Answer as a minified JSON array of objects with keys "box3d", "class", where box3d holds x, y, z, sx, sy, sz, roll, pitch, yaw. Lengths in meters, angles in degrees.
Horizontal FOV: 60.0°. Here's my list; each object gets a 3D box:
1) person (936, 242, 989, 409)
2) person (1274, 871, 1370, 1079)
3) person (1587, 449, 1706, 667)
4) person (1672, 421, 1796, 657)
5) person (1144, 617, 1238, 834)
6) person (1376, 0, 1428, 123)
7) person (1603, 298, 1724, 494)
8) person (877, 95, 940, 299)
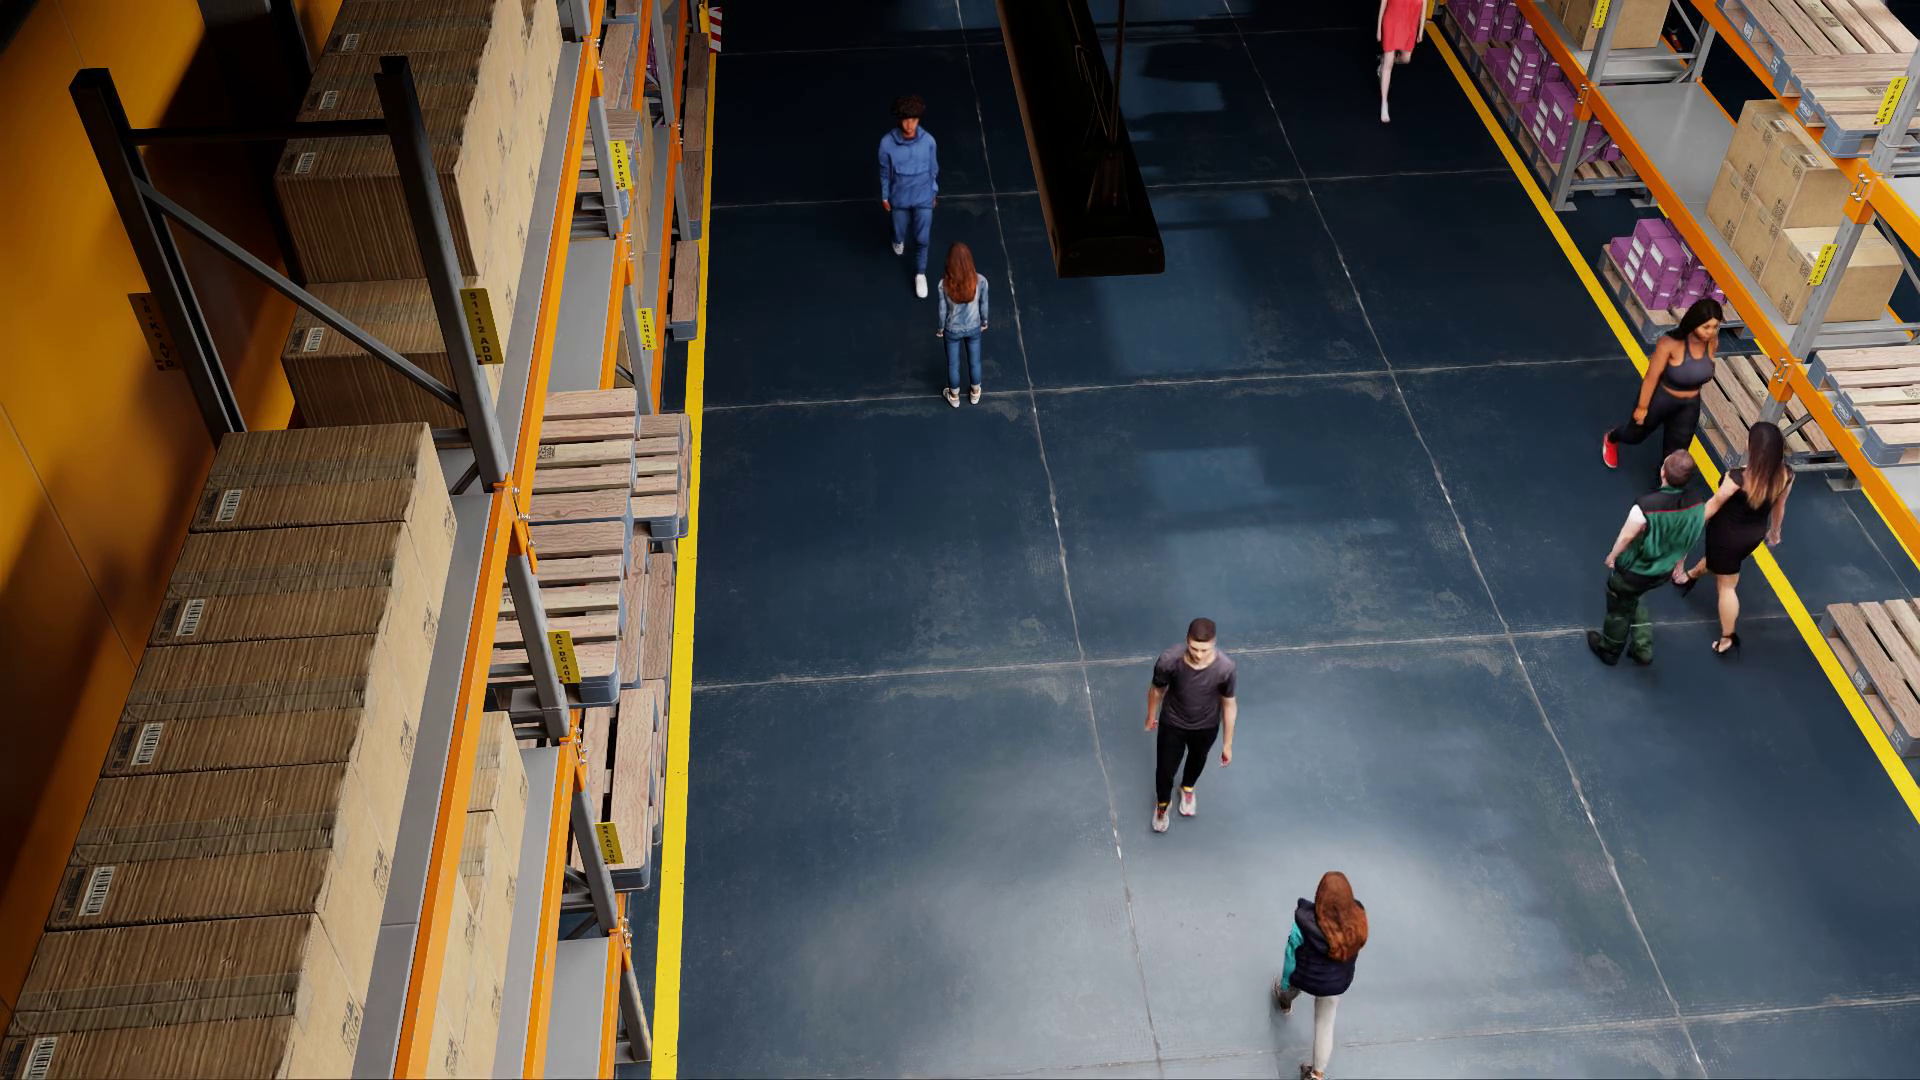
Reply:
[{"box3d":[0.019,-1.671,12.994,0.581,1.478,0.521,-7,44,-7],"class":"person"},{"box3d":[1.919,2.343,8.790,0.601,1.465,1.005,-2,44,-2],"class":"person"},{"box3d":[4.465,0.203,10.773,0.694,1.829,0.767,-9,44,-9],"class":"person"},{"box3d":[5.200,0.040,11.064,0.845,1.663,1.129,-13,45,-13],"class":"person"},{"box3d":[1.391,1.012,9.984,0.729,1.745,0.734,1,44,2],"class":"person"},{"box3d":[4.300,-5.049,16.300,0.628,1.808,1.004,0,44,0],"class":"person"},{"box3d":[5.104,-1.037,12.111,0.678,1.779,1.194,-4,44,-4],"class":"person"},{"box3d":[-0.435,-2.987,14.149,0.684,1.790,0.961,-5,44,-5],"class":"person"}]
